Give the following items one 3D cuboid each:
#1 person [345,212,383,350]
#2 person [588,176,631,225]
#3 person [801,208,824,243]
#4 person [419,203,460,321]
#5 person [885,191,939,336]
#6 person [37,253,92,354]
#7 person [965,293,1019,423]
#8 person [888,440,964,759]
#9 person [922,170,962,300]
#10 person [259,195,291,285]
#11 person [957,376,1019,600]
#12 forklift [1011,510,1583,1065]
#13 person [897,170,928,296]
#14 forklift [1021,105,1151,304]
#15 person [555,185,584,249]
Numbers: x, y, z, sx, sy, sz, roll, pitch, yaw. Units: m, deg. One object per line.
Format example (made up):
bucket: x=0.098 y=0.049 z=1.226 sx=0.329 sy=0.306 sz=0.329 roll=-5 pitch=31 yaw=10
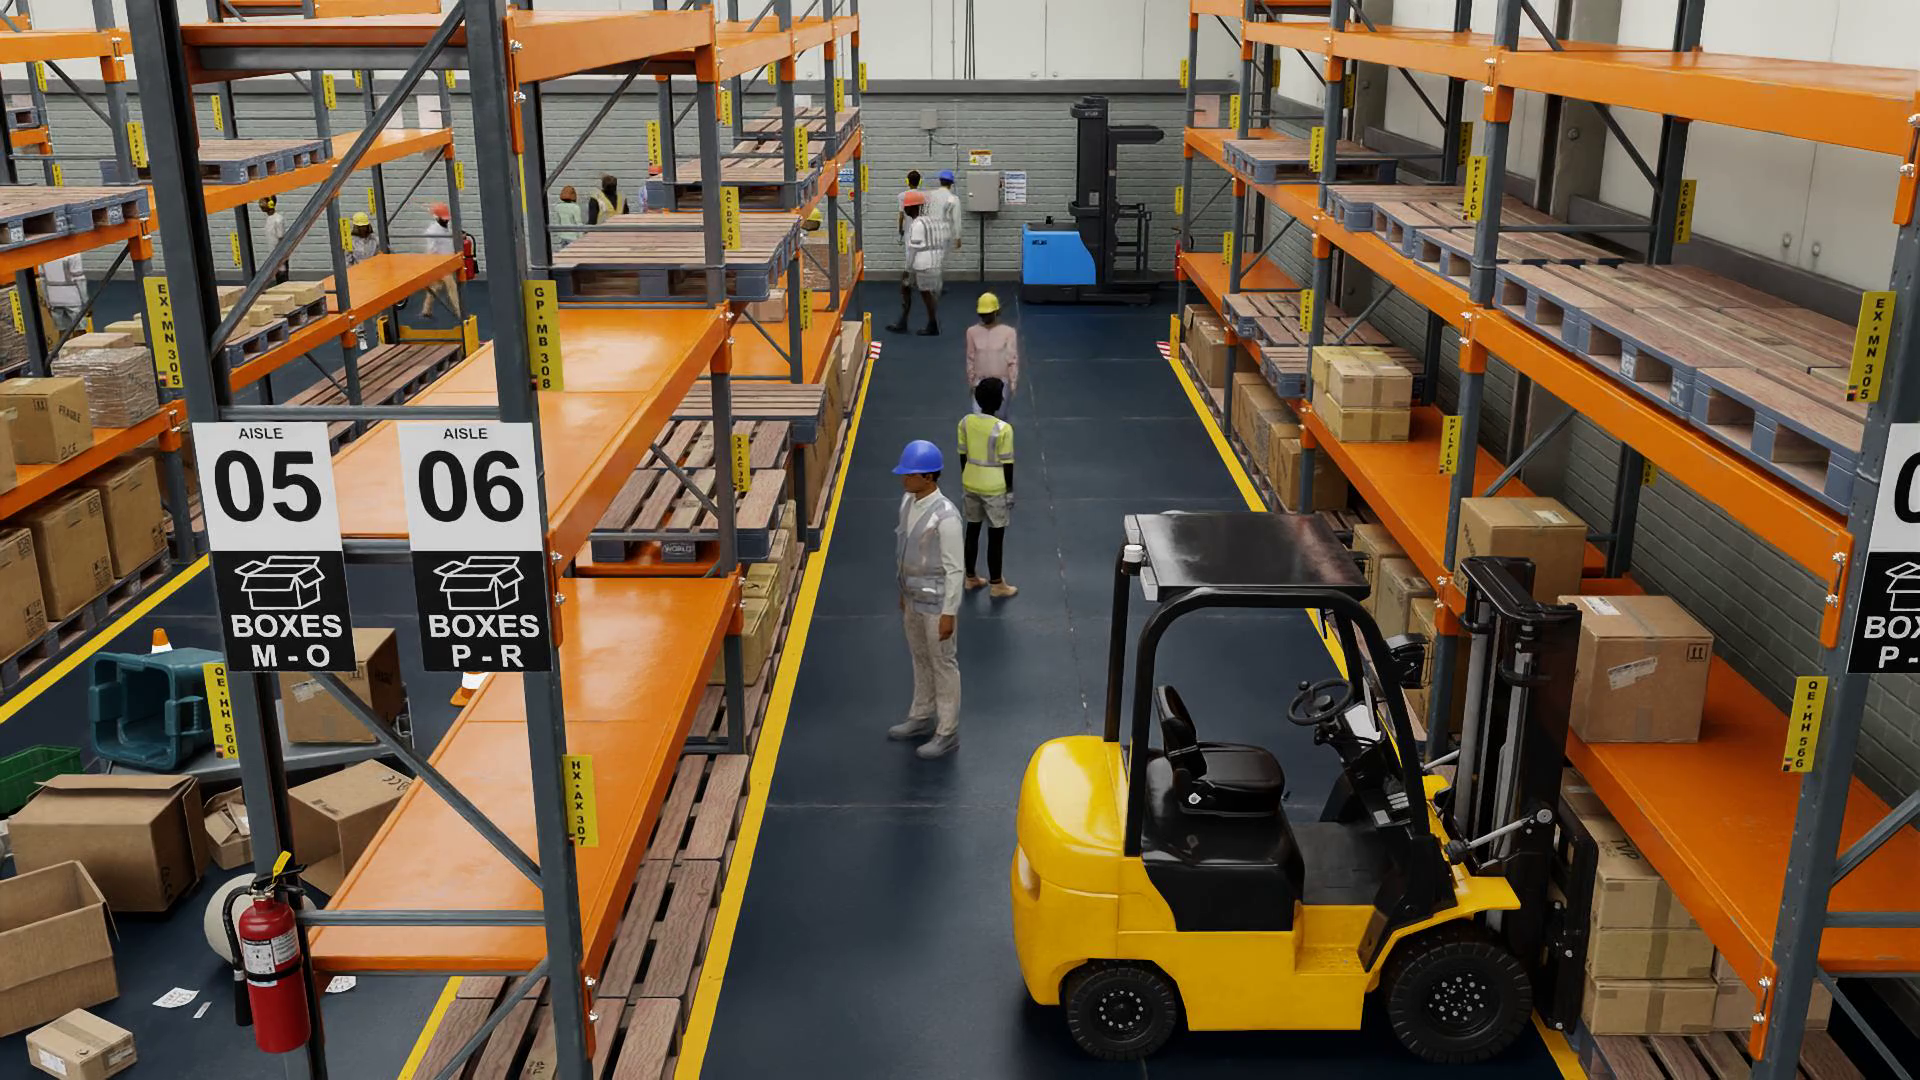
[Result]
person: x=-7.588 y=-3.321 z=21.316 sx=0.494 sy=1.743 sz=0.304 roll=-15 pitch=23 yaw=-38
person: x=-5.311 y=-4.647 z=25.282 sx=0.997 sy=1.784 sz=0.672 roll=17 pitch=25 yaw=41
person: x=-1.929 y=-3.478 z=21.811 sx=0.325 sy=1.732 sz=0.489 roll=-1 pitch=18 yaw=-2
person: x=-7.135 y=-3.795 z=22.847 sx=0.885 sy=1.688 sz=0.554 roll=2 pitch=18 yaw=7
person: x=-0.665 y=-3.645 z=22.033 sx=0.845 sy=1.900 sz=0.553 roll=-1 pitch=18 yaw=-4
person: x=-10.429 y=-2.796 z=19.442 sx=0.546 sy=1.928 sz=0.390 roll=2 pitch=18 yaw=7
person: x=0.294 y=-1.485 z=15.799 sx=0.538 sy=1.719 sz=0.898 roll=4 pitch=19 yaw=12
person: x=-0.193 y=0.346 z=9.907 sx=0.405 sy=1.948 sz=0.605 roll=-10 pitch=21 yaw=-28
person: x=-0.243 y=-4.542 z=24.766 sx=0.621 sy=1.890 sz=0.804 roll=12 pitch=22 yaw=32
person: x=-9.253 y=-3.800 z=22.588 sx=0.327 sy=1.861 sz=0.507 roll=-14 pitch=23 yaw=-35
person: x=0.204 y=-0.393 z=12.535 sx=0.536 sy=1.696 sz=0.322 roll=17 pitch=25 yaw=41
forklift: x=1.387 y=1.055 z=7.378 sx=2.313 sy=2.155 sz=1.214 roll=0 pitch=18 yaw=0
person: x=-0.692 y=-4.627 z=25.066 sx=0.514 sy=1.871 sz=0.327 roll=-5 pitch=19 yaw=-14
forklift: x=1.857 y=-4.944 z=24.441 sx=1.873 sy=2.768 sz=1.129 roll=0 pitch=18 yaw=0
person: x=-5.897 y=-4.545 z=25.206 sx=0.506 sy=1.628 sz=0.278 roll=12 pitch=22 yaw=33
